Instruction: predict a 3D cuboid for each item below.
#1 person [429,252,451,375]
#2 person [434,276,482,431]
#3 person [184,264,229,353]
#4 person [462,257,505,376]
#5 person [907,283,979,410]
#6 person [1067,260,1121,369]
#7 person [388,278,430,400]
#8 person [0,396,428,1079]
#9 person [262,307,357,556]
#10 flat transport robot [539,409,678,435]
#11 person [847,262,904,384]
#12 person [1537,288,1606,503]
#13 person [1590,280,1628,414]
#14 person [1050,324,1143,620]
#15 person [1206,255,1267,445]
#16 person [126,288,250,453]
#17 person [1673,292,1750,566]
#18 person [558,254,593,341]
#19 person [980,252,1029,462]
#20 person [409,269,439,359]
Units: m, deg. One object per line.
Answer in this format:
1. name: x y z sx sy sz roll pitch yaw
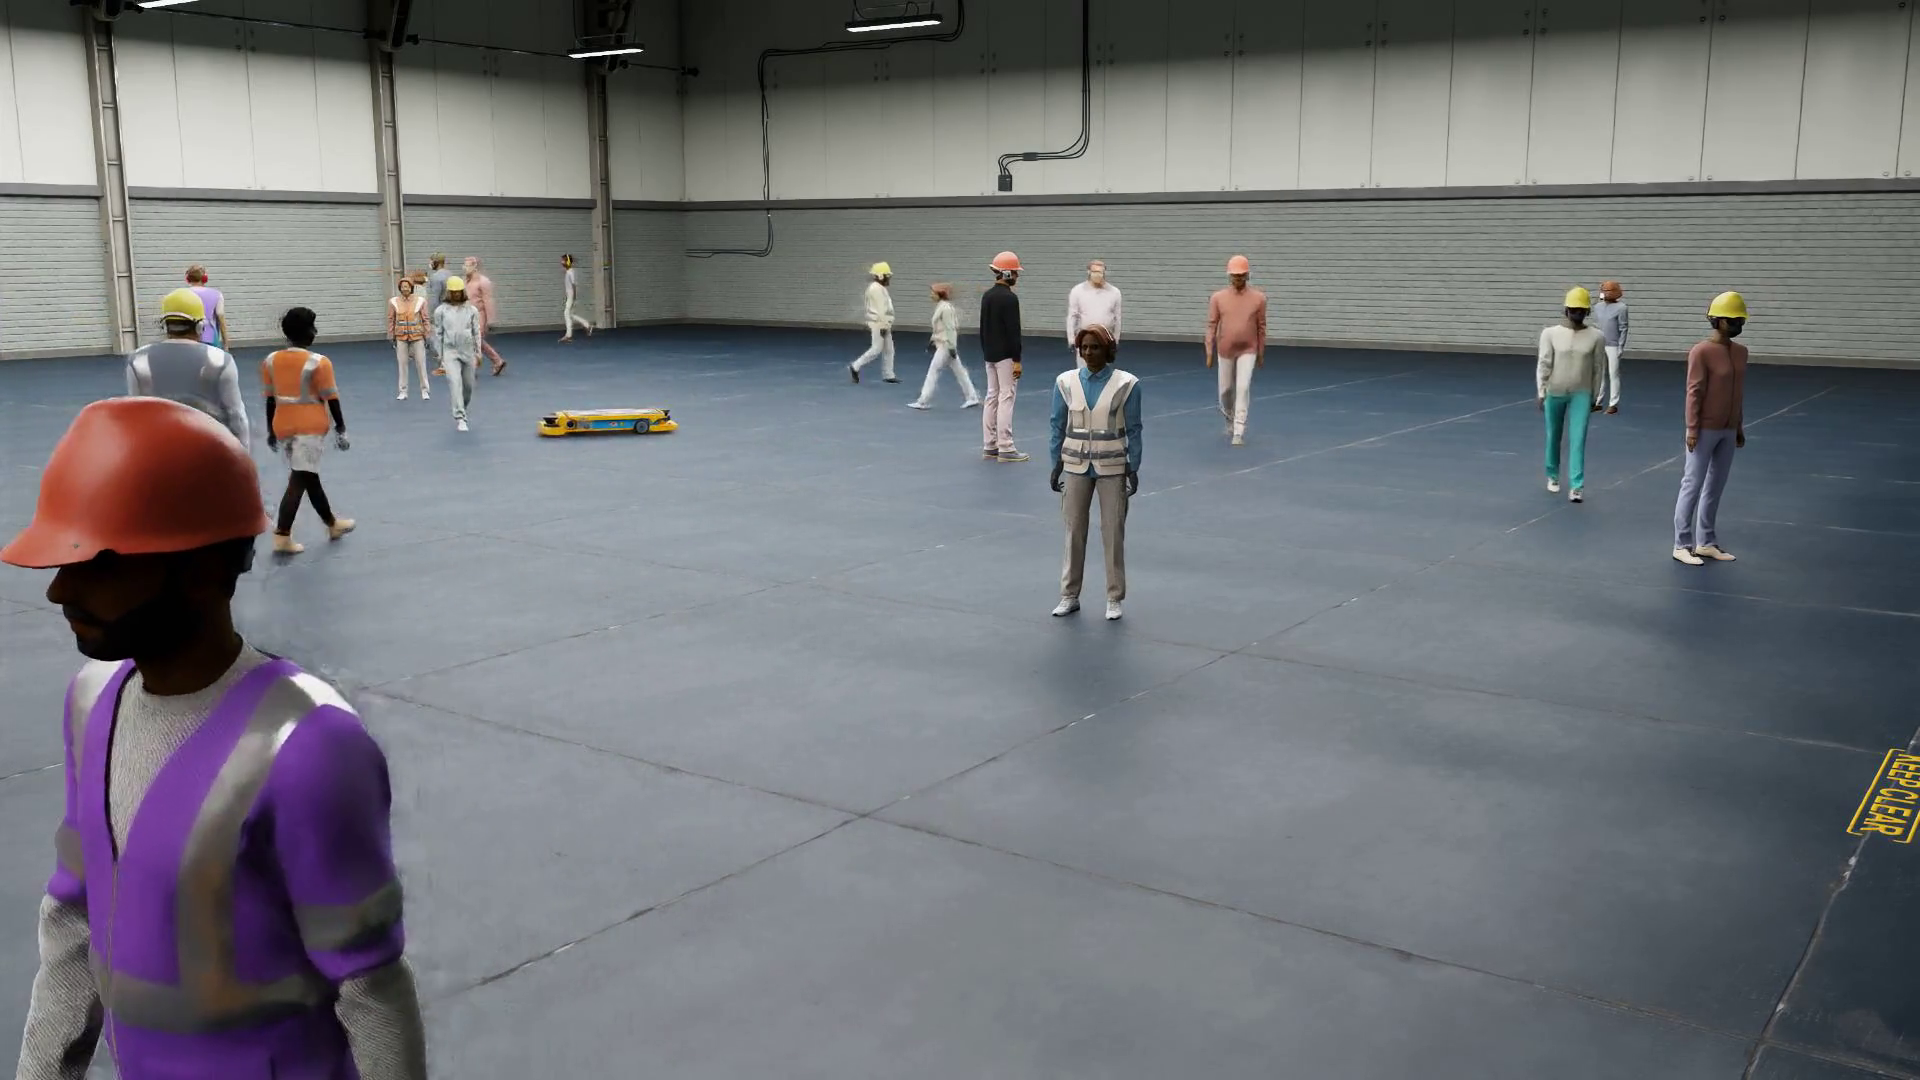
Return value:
1. person: -8.203 -3.565 26.259 0.404 1.938 0.629 0 10 0
2. person: -5.629 -2.101 18.664 0.491 1.721 0.741 -5 11 -27
3. person: -8.906 -2.318 19.548 0.594 1.830 0.443 -2 10 -11
4. person: -7.431 -3.437 25.695 0.643 1.876 0.894 9 14 42
5. person: -0.180 -2.413 20.785 0.919 1.582 0.534 -1 10 -3
6. person: 1.626 -2.456 20.199 0.651 1.884 0.691 0 10 1
7. person: -7.307 -2.666 22.095 0.529 1.627 0.322 -2 10 -9
8. person: -0.940 0.739 2.278 0.548 1.902 0.959 8 13 39
9. person: -4.408 -0.747 11.262 0.543 1.641 0.885 4 11 21
10. flat transport robot: -3.867 -1.310 18.286 1.431 0.197 0.652 -3 11 -18
11. person: -1.242 -3.175 24.432 0.747 1.807 0.593 1 10 7
12. person: 4.986 -1.198 13.622 0.522 1.726 0.922 3 10 15
13. person: 7.908 -2.352 20.308 0.287 1.631 0.501 -5 11 -26
14. person: 0.748 -0.374 9.211 0.523 1.638 0.310 3 11 19
15. person: 2.888 -1.997 17.418 0.618 1.966 0.858 2 10 10
16. person: -4.357 -0.511 9.467 0.626 1.816 0.510 -1 10 -7
17. person: 4.909 -0.718 10.780 0.533 1.767 0.326 -6 12 -29
18. person: -8.247 -5.175 35.511 0.676 1.852 0.518 -3 10 -14
19. person: 0.420 -1.746 15.894 0.386 1.992 0.625 -5 11 -28
20. person: -9.560 -4.034 29.820 0.788 1.603 0.508 0 10 1
